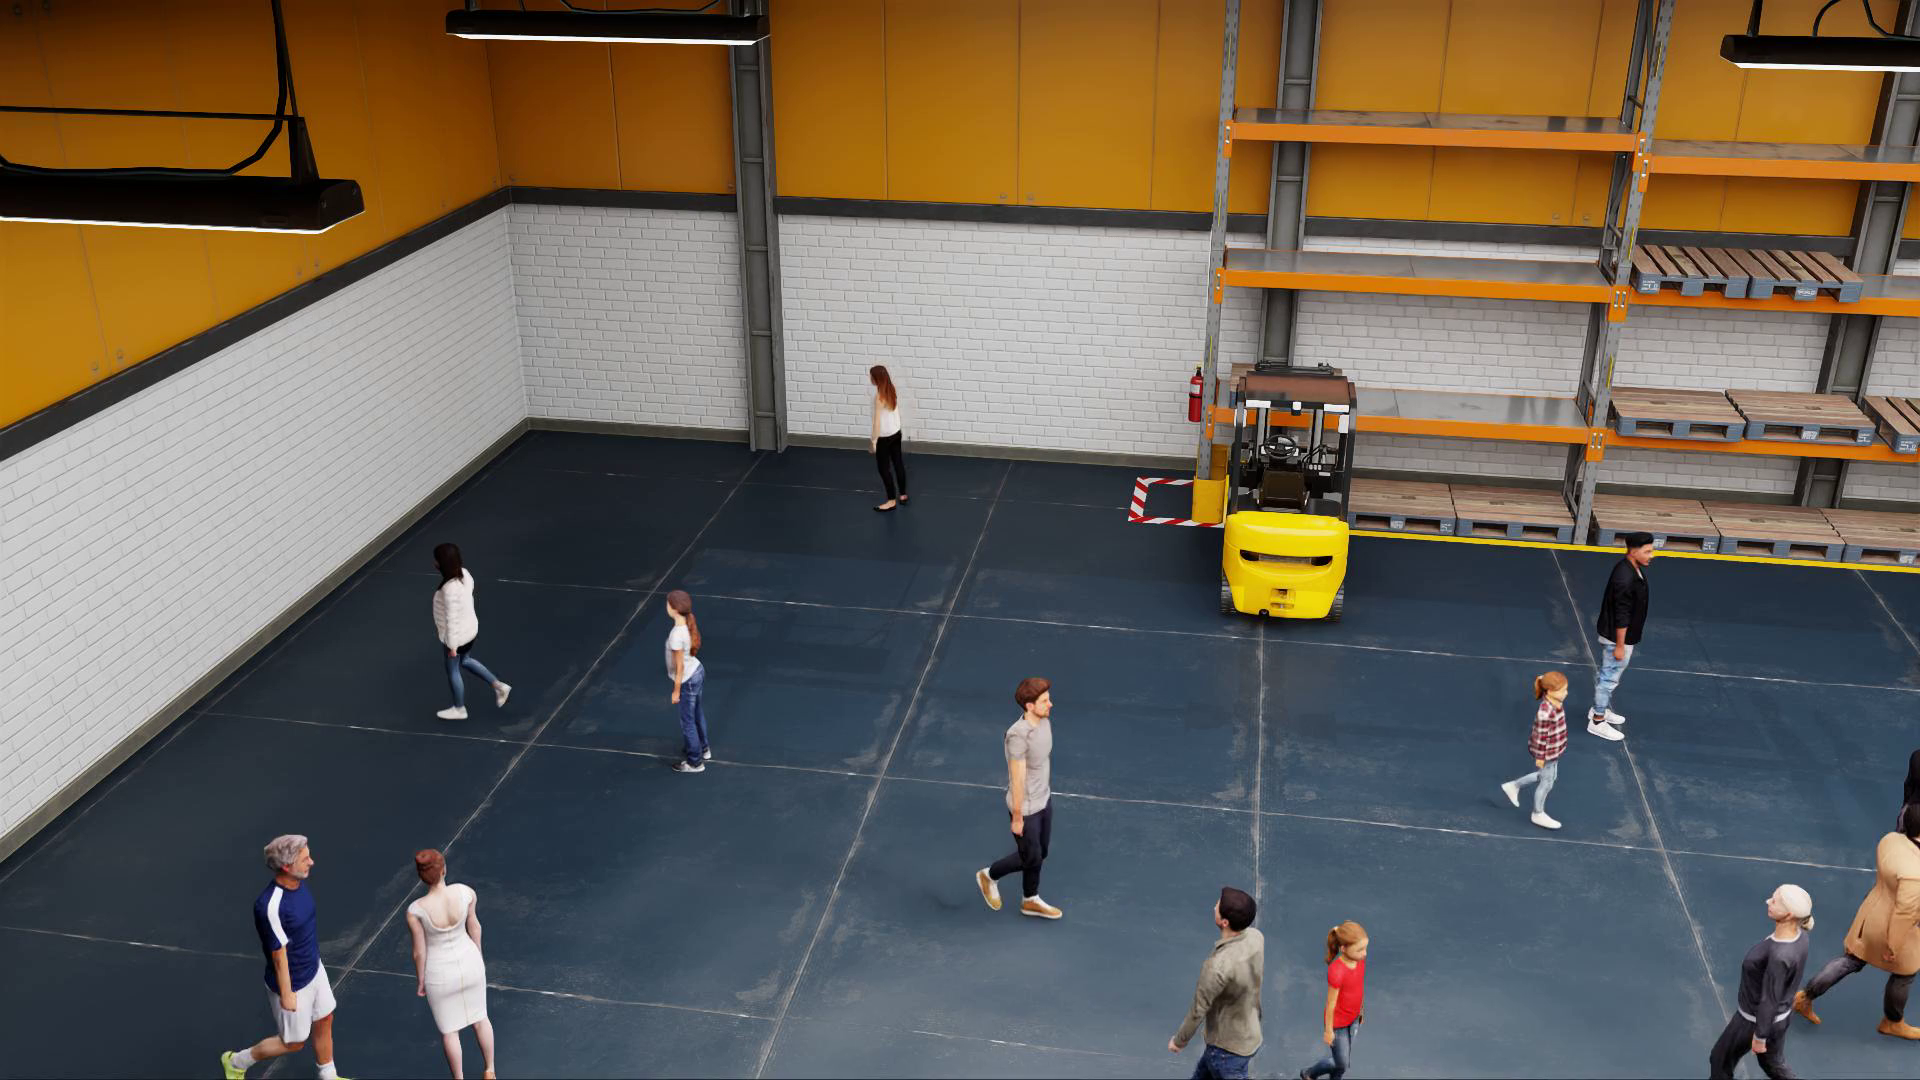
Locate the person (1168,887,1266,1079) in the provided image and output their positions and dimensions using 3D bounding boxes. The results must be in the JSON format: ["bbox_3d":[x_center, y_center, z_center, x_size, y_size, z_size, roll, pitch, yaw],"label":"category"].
[{"bbox_3d":[1.560,2.801,9.122,1.286,1.803,1.026,15,28,31],"label":"person"}]

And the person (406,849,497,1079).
[{"bbox_3d":[-2.959,2.551,9.708,0.620,1.793,0.687,-15,28,-30],"label":"person"}]

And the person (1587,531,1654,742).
[{"bbox_3d":[5.459,0.755,13.804,0.688,1.804,0.748,11,26,23],"label":"person"}]

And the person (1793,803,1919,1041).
[{"bbox_3d":[5.638,2.352,10.277,1.111,1.702,0.736,1,24,2],"label":"person"}]

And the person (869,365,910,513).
[{"bbox_3d":[-0.737,-1.153,18.308,0.667,1.692,0.807,18,29,35],"label":"person"}]

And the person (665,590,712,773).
[{"bbox_3d":[-2.186,1.108,13.297,0.495,1.562,0.527,4,24,10],"label":"person"}]

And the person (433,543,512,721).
[{"bbox_3d":[-4.145,0.771,13.992,0.883,1.623,0.675,1,24,3],"label":"person"}]

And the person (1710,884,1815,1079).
[{"bbox_3d":[4.654,2.713,9.453,1.126,1.700,0.969,21,31,39],"label":"person"}]

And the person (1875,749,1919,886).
[{"bbox_3d":[6.434,1.973,11.181,0.583,1.672,0.633,-1,24,-2],"label":"person"}]

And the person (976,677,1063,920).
[{"bbox_3d":[0.397,1.780,11.363,0.931,1.880,0.801,12,26,25],"label":"person"}]

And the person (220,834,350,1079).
[{"bbox_3d":[-3.971,2.541,9.708,1.063,1.810,0.758,2,24,4],"label":"person"}]

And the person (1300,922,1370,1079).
[{"bbox_3d":[2.192,2.783,9.785,0.623,1.306,0.689,-21,31,-40],"label":"person"}]

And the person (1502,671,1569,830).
[{"bbox_3d":[4.385,1.558,12.603,0.804,1.294,0.687,15,28,31],"label":"person"}]
